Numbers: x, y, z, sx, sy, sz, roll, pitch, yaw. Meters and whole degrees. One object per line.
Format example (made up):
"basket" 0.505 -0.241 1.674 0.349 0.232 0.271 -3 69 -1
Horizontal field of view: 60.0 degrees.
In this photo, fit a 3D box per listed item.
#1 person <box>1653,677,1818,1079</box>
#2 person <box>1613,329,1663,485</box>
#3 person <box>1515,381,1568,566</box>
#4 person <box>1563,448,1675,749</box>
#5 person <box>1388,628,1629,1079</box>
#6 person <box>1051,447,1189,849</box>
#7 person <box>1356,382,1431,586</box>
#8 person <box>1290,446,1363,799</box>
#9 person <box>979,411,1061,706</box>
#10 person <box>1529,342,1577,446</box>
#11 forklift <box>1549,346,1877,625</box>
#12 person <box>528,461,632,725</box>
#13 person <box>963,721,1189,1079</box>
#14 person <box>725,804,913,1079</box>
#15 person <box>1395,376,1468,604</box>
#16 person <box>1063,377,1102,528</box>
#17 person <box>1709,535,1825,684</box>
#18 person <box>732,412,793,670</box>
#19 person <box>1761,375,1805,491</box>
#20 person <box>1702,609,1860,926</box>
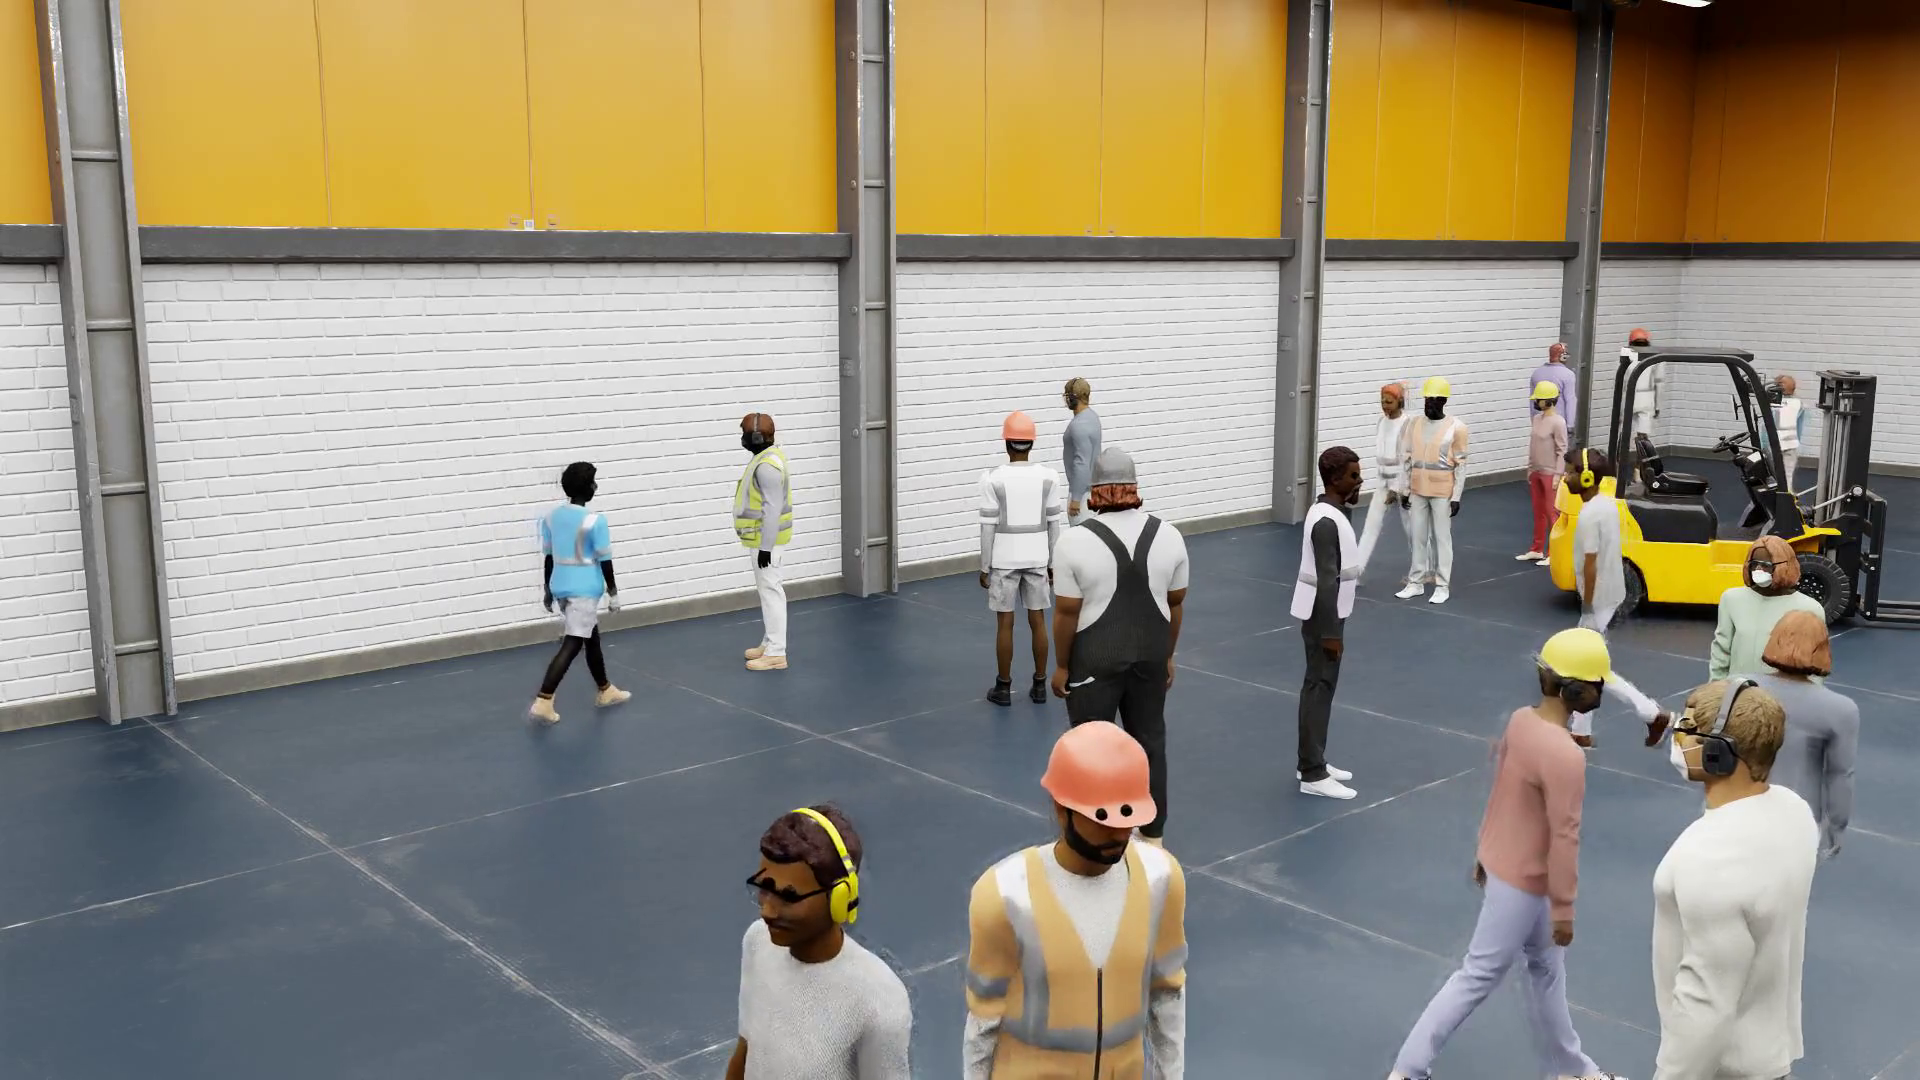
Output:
"person" 1.863 1.285 4.112 0.371 1.941 0.627 9 13 41
"person" 8.805 -1.746 21.683 0.623 1.995 0.994 3 10 15
"person" 5.570 -0.633 15.857 0.329 1.765 0.526 -2 10 -12
"person" 3.826 0.378 9.735 0.698 1.835 0.553 5 11 29
"person" 1.906 1.129 5.678 0.882 1.717 0.532 1 10 4
"person" 0.734 0.551 8.115 0.682 2.000 0.536 -3 10 -17
"person" 3.837 -0.482 14.781 0.970 1.836 0.572 -5 11 -27
"person" 2.011 0.437 9.137 0.390 1.920 0.587 2 10 11
"person" 0.381 0.126 10.902 0.545 1.938 0.362 -2 10 -13
"person" 7.181 -1.427 20.085 0.400 1.910 0.643 -5 11 -28
"forklift" 6.109 -0.478 13.691 2.313 2.155 1.214 3 10 16
"person" -2.452 0.328 10.565 0.532 1.654 0.870 7 12 37
"person" 0.245 1.309 4.121 0.557 1.906 0.853 -4 10 -21
"person" -0.313 1.431 3.591 0.926 1.832 0.528 -7 12 -37
"person" 4.018 -0.427 14.162 0.364 1.930 0.588 -9 13 -41
"person" 1.017 -0.401 13.996 0.379 1.937 0.629 2 10 12
"person" 3.833 0.781 7.956 0.268 1.632 0.506 -9 13 -42
"person" -1.409 0.005 11.898 0.429 1.839 0.633 -1 10 -7
"person" 9.169 -1.043 18.655 0.533 1.615 0.567 -1 10 -6
"person" 3.128 1.057 6.388 0.531 1.614 0.645 6 11 30
